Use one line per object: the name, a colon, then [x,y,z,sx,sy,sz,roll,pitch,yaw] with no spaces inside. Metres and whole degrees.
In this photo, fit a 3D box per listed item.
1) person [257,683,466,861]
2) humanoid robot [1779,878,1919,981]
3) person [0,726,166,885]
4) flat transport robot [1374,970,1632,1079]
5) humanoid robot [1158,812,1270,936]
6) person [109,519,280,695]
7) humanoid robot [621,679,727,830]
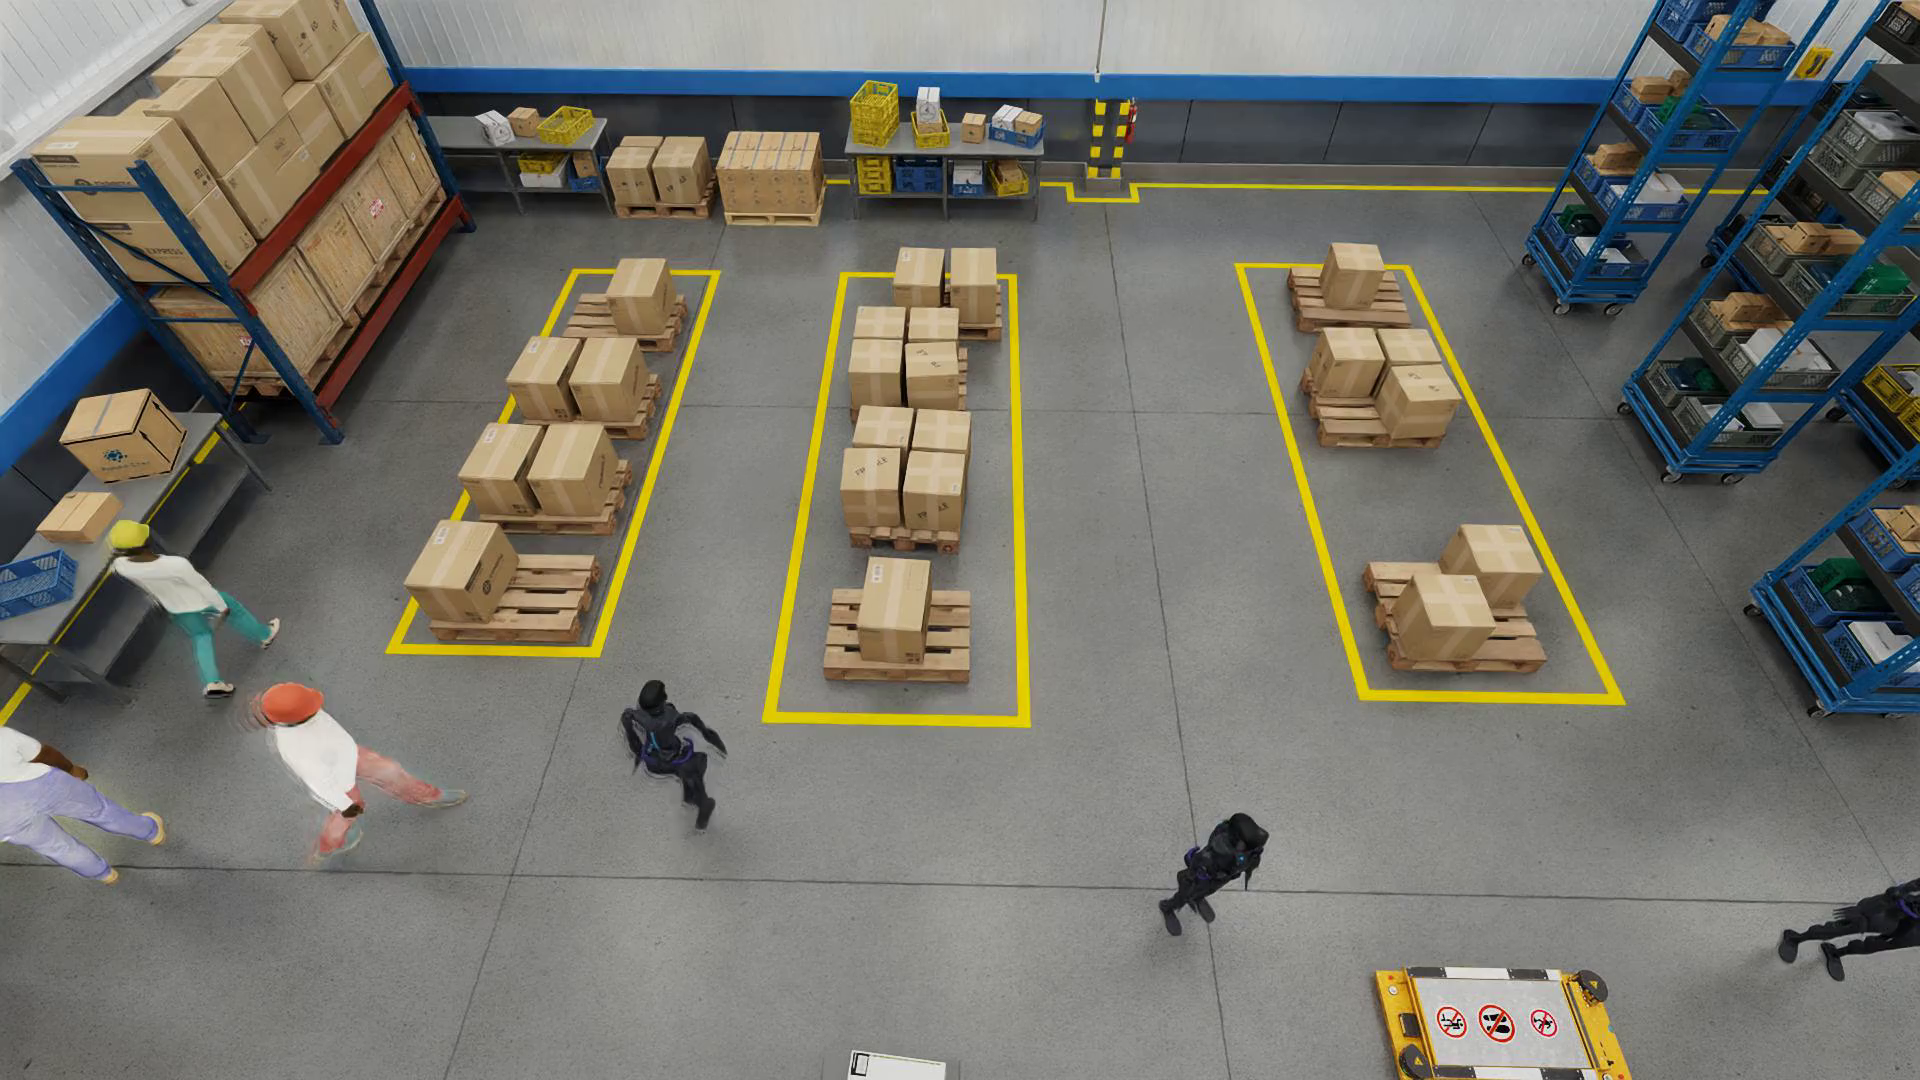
person: [-4.250,1.554,6.148,0.974,1.939,0.675,-20,54,-16]
humanoid robot: [5.863,2.359,5.644,0.598,1.657,0.324,20,54,16]
person: [-6.162,1.665,5.987,0.536,2.000,0.674,29,56,21]
flat transport robot: [3.501,3.133,5.914,1.431,0.197,0.652,1,51,1]
humanoid robot: [1.614,2.133,5.839,0.575,1.657,0.323,-16,53,-13]
person: [-6.001,0.497,7.129,0.521,1.739,0.784,-8,51,-6]
humanoid robot: [-1.978,1.472,6.381,0.614,1.638,0.532,4,51,3]
